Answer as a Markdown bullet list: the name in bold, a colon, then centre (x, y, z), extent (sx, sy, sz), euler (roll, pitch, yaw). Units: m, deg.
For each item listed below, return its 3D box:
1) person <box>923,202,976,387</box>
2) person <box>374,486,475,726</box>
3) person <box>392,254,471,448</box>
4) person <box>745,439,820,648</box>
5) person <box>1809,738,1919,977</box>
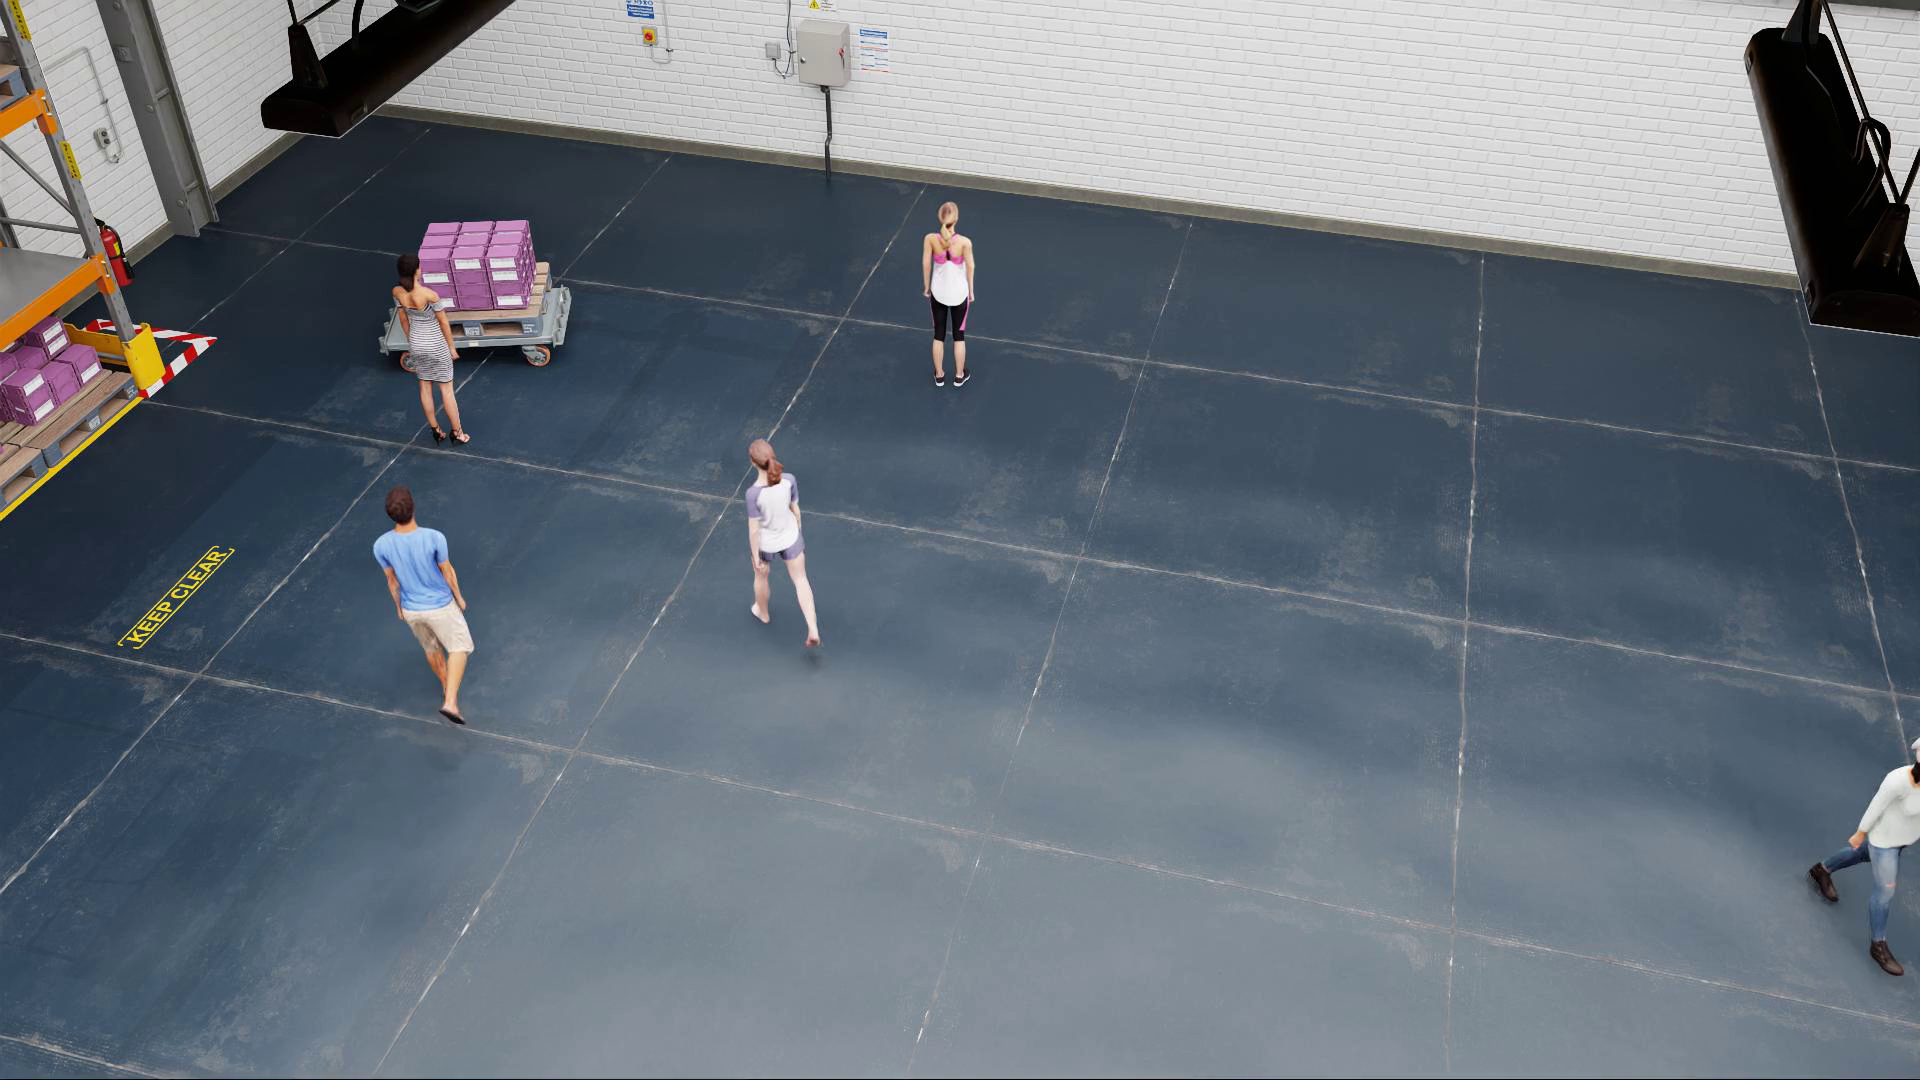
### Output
- **person**: centre (-0.097, -2.156, 14.674), extent (0.627, 1.788, 0.551), euler (5, 39, 6)
- **person**: centre (-3.619, 0.487, 11.316), extent (0.825, 1.848, 1.068), euler (-1, 39, -2)
- **person**: centre (-4.445, -1.576, 13.918), extent (0.584, 1.824, 0.524), euler (9, 39, 11)
- **person**: centre (-1.286, 0.044, 11.954), extent (0.970, 1.744, 1.088), euler (-17, 42, -20)
- **person**: centre (5.539, 1.718, 9.974), extent (0.964, 1.599, 1.154), euler (-12, 40, -14)
